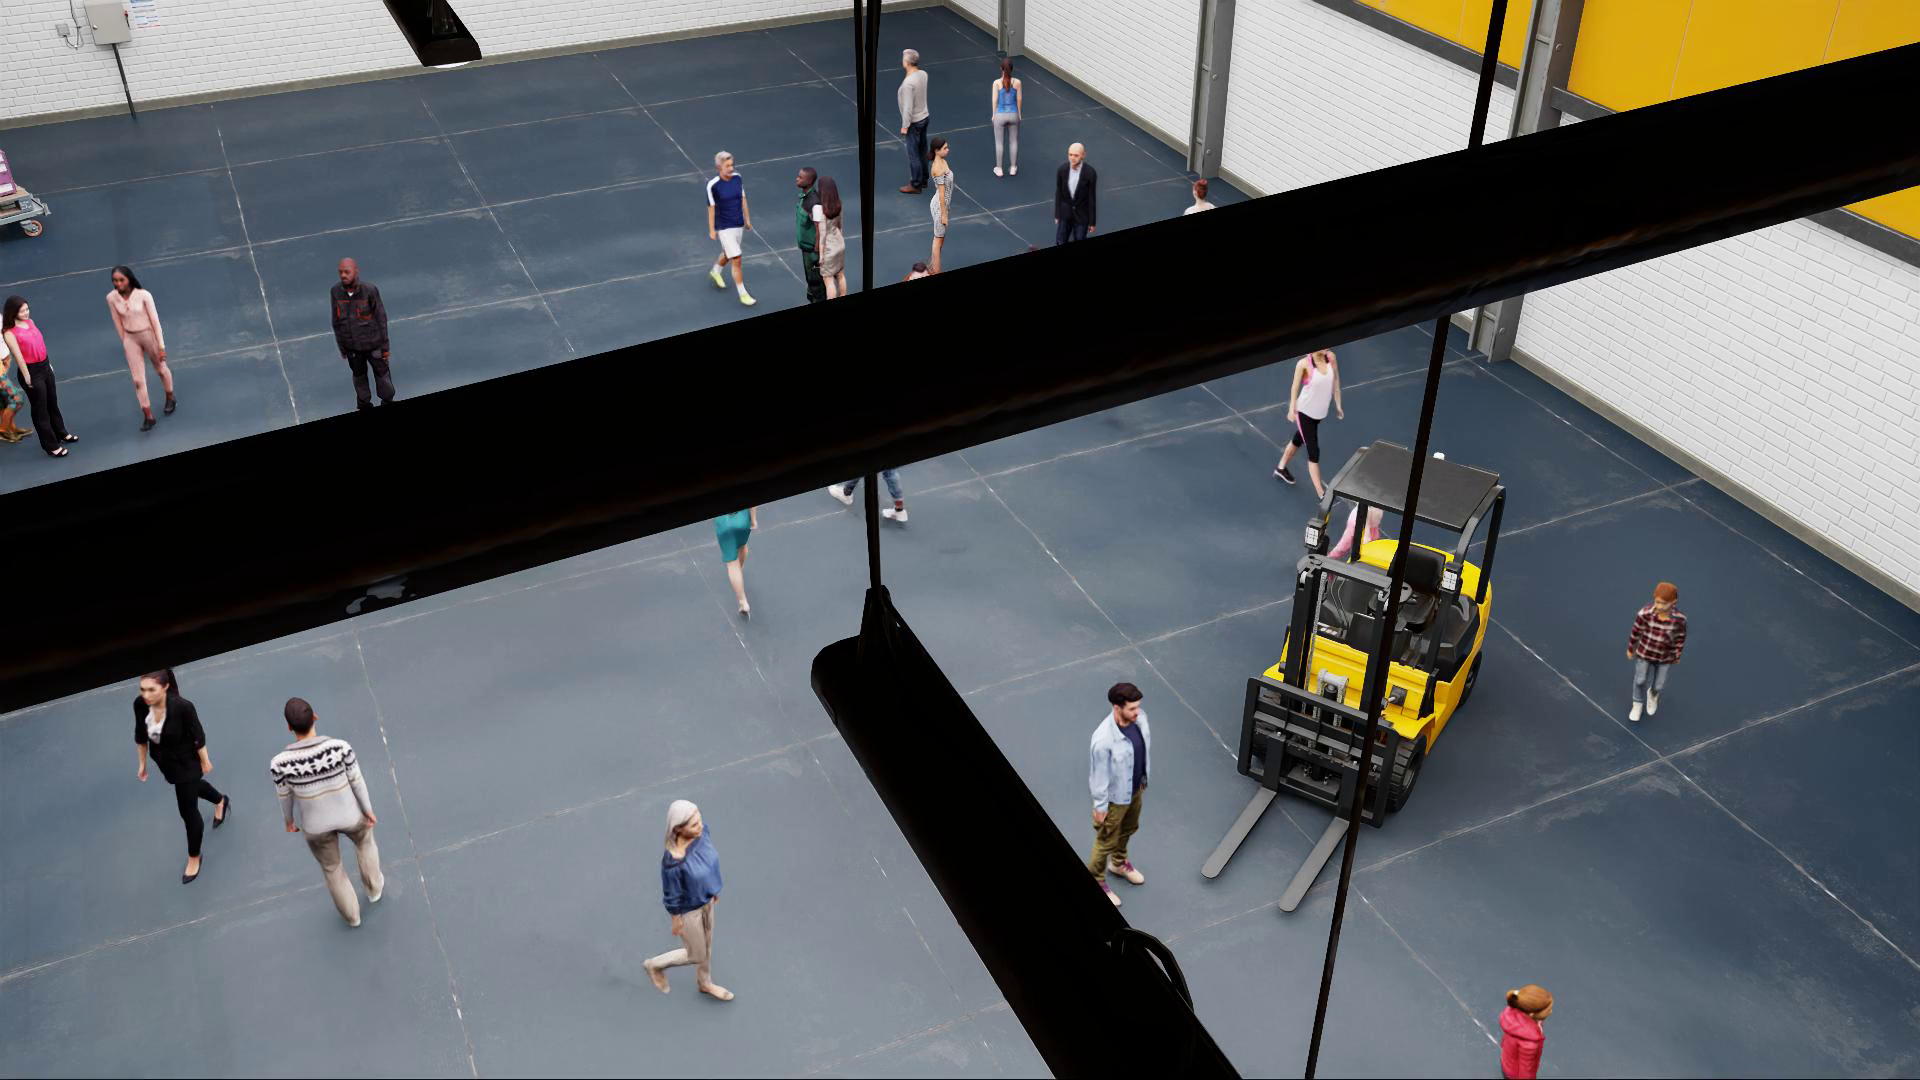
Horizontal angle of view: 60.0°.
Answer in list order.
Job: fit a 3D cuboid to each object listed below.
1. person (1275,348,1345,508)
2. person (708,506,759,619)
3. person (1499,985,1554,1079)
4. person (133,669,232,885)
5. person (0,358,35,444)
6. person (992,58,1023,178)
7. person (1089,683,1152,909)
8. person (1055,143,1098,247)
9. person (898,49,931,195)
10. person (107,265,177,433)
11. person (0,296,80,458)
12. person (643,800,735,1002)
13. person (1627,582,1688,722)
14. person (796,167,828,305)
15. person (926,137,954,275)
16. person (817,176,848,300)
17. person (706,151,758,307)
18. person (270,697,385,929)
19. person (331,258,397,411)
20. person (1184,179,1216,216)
[{"bbox_3d":[3.258,-1.226,15.719,0.691,1.734,1.175,-19,38,-26],"label":"person"},{"bbox_3d":[-1.912,-0.083,14.086,0.663,1.638,1.046,-10,35,-14],"label":"person"},{"bbox_3d":[3.167,3.055,9.662,0.691,1.309,0.627,8,34,12],"label":"person"},{"bbox_3d":[-5.454,1.518,11.692,0.979,1.623,1.075,8,34,12],"label":"person"},{"bbox_3d":[-9.674,-1.612,16.552,0.666,1.455,0.582,-23,40,-30],"label":"person"},{"bbox_3d":[0.632,-5.764,22.660,0.619,1.609,0.608,-5,34,-8],"label":"person"},{"bbox_3d":[1.068,1.690,11.264,0.717,1.809,0.755,26,42,33],"label":"person"},{"bbox_3d":[1.380,-3.840,19.602,0.820,1.789,0.874,10,35,15],"label":"person"},{"bbox_3d":[-0.588,-5.564,22.086,0.867,1.911,0.833,15,37,22],"label":"person"},{"bbox_3d":[-8.294,-2.034,16.974,0.811,1.689,1.050,-5,34,-8],"label":"person"},{"bbox_3d":[-9.105,-1.633,16.394,0.719,1.665,0.588,0,34,-1],"label":"person"},{"bbox_3d":[-1.765,2.278,10.489,0.931,1.688,0.873,11,35,16],"label":"person"},{"bbox_3d":[5.457,0.838,13.015,0.673,1.290,0.737,12,35,17],"label":"person"},{"bbox_3d":[-1.667,-3.346,18.813,0.765,1.839,0.573,-10,35,-15],"label":"person"},{"bbox_3d":[-0.241,-3.872,19.620,0.733,1.823,0.616,1,34,1],"label":"person"},{"bbox_3d":[-1.453,-3.270,18.783,0.691,1.746,0.673,19,38,26],"label":"person"},{"bbox_3d":[-2.734,-3.664,19.327,1.261,1.800,0.949,26,42,34],"label":"person"},{"bbox_3d":[-4.141,1.861,10.969,0.716,1.851,0.695,-13,36,-19],"label":"person"},{"bbox_3d":[-6.028,-2.016,16.825,0.776,1.825,0.741,-1,34,-2],"label":"person"},{"bbox_3d":[2.653,-3.196,18.630,0.576,1.792,0.484,-15,37,-22],"label":"person"}]
